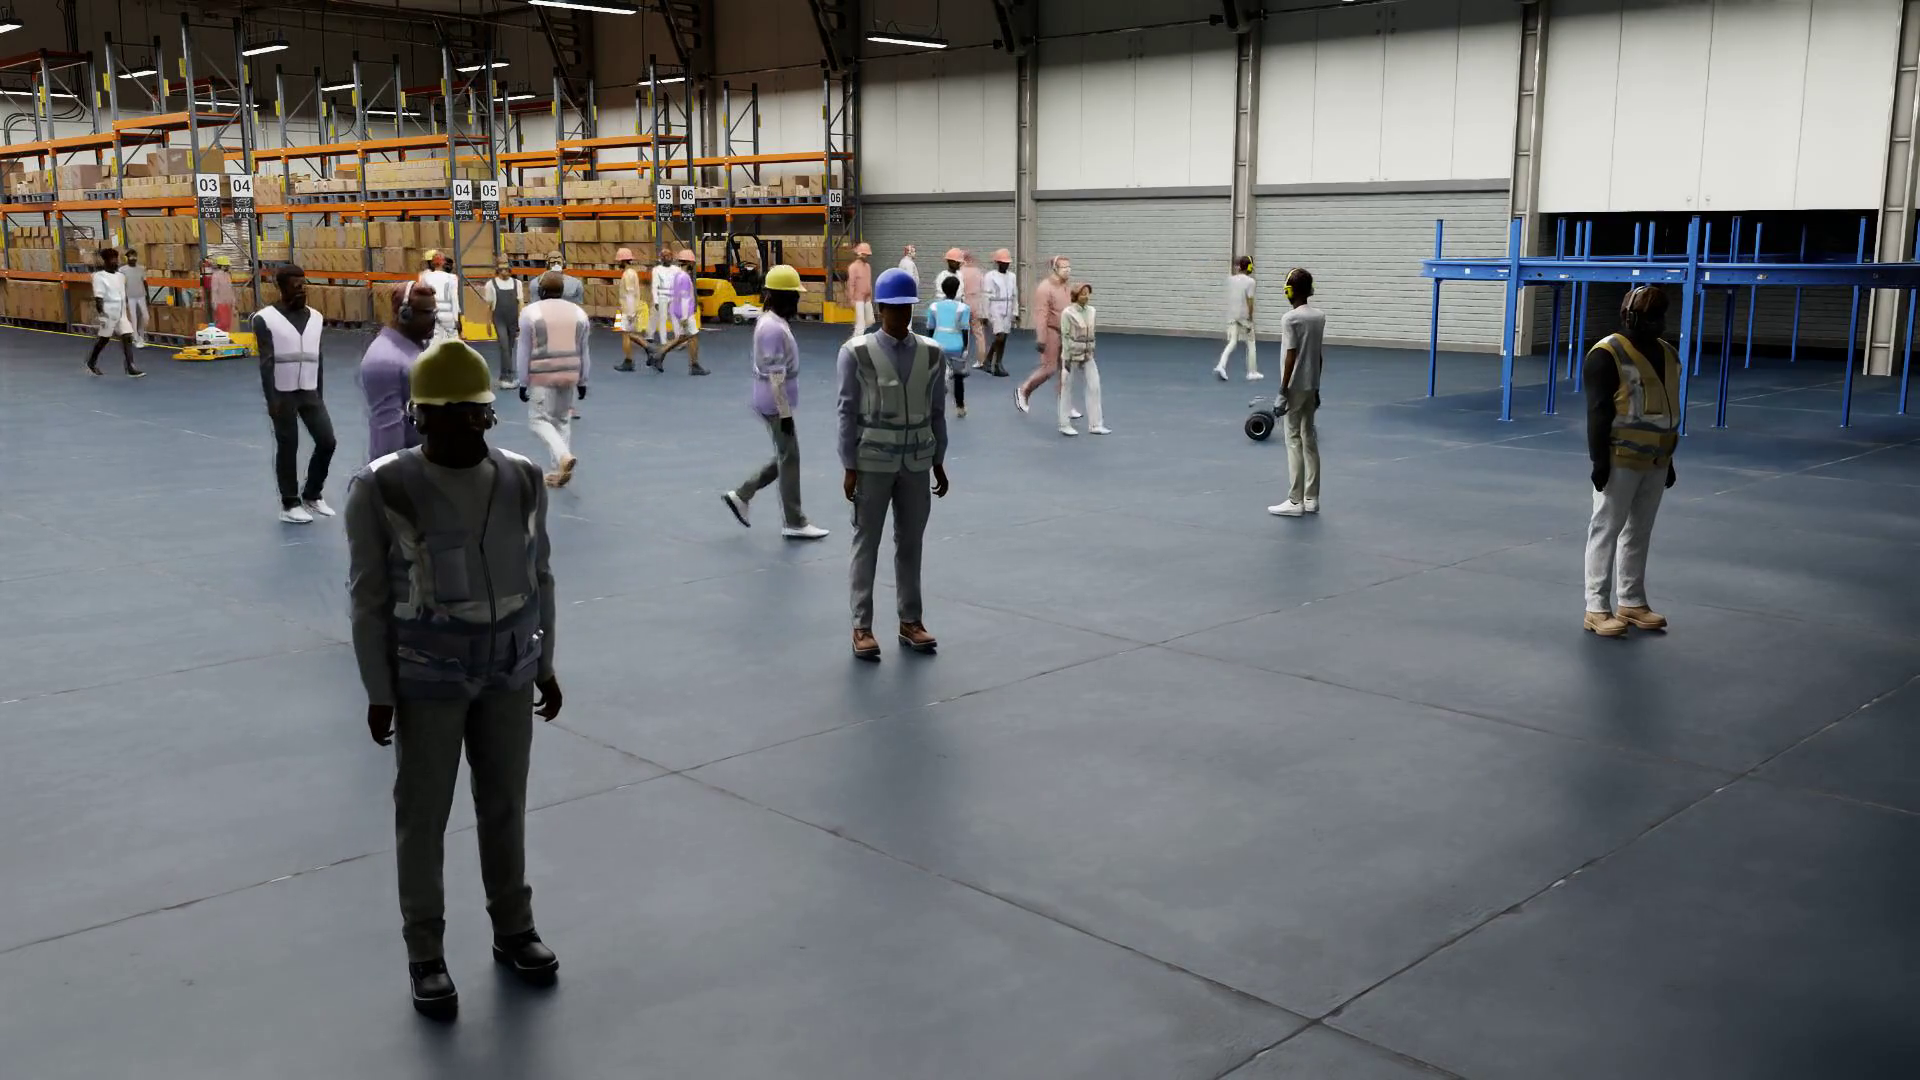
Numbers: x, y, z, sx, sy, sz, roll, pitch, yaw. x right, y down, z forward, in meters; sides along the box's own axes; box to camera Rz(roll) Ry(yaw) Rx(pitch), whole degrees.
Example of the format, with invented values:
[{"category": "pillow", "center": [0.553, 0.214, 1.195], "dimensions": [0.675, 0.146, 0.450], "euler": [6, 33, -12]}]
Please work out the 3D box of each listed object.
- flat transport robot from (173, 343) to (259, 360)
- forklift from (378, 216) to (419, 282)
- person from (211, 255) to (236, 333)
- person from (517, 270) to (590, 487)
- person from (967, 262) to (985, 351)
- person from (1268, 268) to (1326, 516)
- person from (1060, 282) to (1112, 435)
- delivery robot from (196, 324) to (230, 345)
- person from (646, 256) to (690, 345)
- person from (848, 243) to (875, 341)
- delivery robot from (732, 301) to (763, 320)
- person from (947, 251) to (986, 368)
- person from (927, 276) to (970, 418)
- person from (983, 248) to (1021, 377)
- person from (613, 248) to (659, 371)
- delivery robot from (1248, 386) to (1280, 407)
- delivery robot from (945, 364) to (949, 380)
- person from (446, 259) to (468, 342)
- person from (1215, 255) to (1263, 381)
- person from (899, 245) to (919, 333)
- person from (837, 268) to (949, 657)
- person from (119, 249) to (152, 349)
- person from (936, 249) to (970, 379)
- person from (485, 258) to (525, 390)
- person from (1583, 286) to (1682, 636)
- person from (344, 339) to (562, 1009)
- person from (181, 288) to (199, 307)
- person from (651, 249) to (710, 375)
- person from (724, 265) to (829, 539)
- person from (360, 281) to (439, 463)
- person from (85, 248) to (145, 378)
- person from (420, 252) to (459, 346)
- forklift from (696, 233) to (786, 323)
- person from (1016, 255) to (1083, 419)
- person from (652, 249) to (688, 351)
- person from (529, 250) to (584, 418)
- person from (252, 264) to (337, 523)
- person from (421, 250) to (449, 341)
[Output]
[{"category": "flat transport robot", "center": [-12.865, -3.277, 28.844], "dimensions": [0.652, 0.197, 1.431], "euler": [3, 11, 16]}, {"category": "forklift", "center": [-17.868, -9.201, 54.028], "dimensions": [1.873, 2.768, 1.129], "euler": [-10, 14, -44]}, {"category": "person", "center": [-13.472, -4.328, 30.418], "dimensions": [0.438, 1.740, 0.563], "euler": [2, 11, 10]}, {"category": "person", "center": [-3.371, -1.332, 13.888], "dimensions": [0.638, 1.821, 0.636], "euler": [-9, 14, -40]}, {"category": "person", "center": [0.196, -4.059, 29.259], "dimensions": [0.523, 1.638, 0.311], "euler": [-1, 10, -4]}, {"category": "person", "center": [2.567, -1.124, 12.643], "dimensions": [0.321, 1.863, 0.530], "euler": [10, 14, 44]}, {"category": "person", "center": [1.309, -1.888, 17.465], "dimensions": [0.550, 1.609, 0.718], "euler": [-8, 13, -39]}, {"category": "delivery robot", "center": [-13.342, -3.620, 29.681], "dimensions": [0.707, 0.478, 0.477], "euler": [10, 14, 43]}, {"category": "person", "center": [-5.675, -4.650, 32.094], "dimensions": [0.920, 1.785, 0.599], "euler": [2, 11, 12]}, {"category": "person", "center": [-1.764, -4.253, 29.394], "dimensions": [0.529, 1.976, 0.643], "euler": [7, 12, 32]}, {"category": "delivery robot", "center": [-5.066, -5.450, 39.663], "dimensions": [0.707, 0.478, 0.477], "euler": [-1, 10, -6]}, {"category": "person", "center": [0.052, -3.687, 26.622], "dimensions": [0.678, 1.852, 0.995], "euler": [-9, 14, -41]}, {"category": "person", "center": [-0.137, -2.199, 19.092], "dimensions": [0.540, 1.653, 0.917], "euler": [3, 11, 16]}, {"category": "person", "center": [0.641, -3.418, 25.025], "dimensions": [0.536, 1.914, 0.436], "euler": [-9, 14, -40]}, {"category": "person", "center": [-5.115, -3.613, 26.066], "dimensions": [0.598, 1.919, 0.561], "euler": [0, 10, 0]}, {"category": "delivery robot", "center": [3.382, -1.498, 17.403], "dimensions": [0.698, 0.223, 0.335], "euler": [3, 11, 14]}, {"category": "delivery robot", "center": [-0.382, -2.330, 22.647], "dimensions": [0.477, 0.478, 0.707], "euler": [-2, 11, -12]}, {"category": "person", "center": [-10.162, -4.761, 33.058], "dimensions": [0.893, 1.648, 0.531], "euler": [9, 14, 42]}, {"category": "person", "center": [4.099, -3.259, 24.380], "dimensions": [0.893, 1.837, 0.514], "euler": [-10, 14, -42]}, {"category": "person", "center": [-1.037, -5.121, 34.322], "dimensions": [0.399, 1.909, 0.643], "euler": [-3, 11, -16]}, {"category": "person", "center": [-0.332, -0.394, 8.425], "dimensions": [0.605, 1.949, 0.401], "euler": [-5, 12, -25]}, {"category": "person", "center": [-15.439, -4.522, 31.188], "dimensions": [0.562, 1.853, 0.450], "euler": [-10, 14, -43]}, {"category": "person", "center": [-0.076, -3.357, 24.747], "dimensions": [0.517, 1.923, 0.564], "euler": [8, 13, 37]}, {"category": "person", "center": [-6.179, -2.946, 22.747], "dimensions": [0.494, 1.791, 0.940], "euler": [-7, 13, -34]}, {"category": "person", "center": [3.604, -0.425, 8.889], "dimensions": [0.627, 1.844, 0.429], "euler": [-6, 12, -29]}, {"category": "person", "center": [-1.377, 0.361, 4.628], "dimensions": [0.588, 1.833, 0.404], "euler": [-9, 14, -40]}, {"category": "person", "center": [-18.095, -5.860, 38.936], "dimensions": [0.491, 1.694, 0.898], "euler": [-10, 14, -43]}, {"category": "person", "center": [-4.270, -3.457, 25.277], "dimensions": [0.800, 1.914, 0.544], "euler": [-4, 11, -23]}, {"category": "person", "center": [-1.286, -0.958, 11.607], "dimensions": [0.670, 1.910, 0.606], "euler": [0, 10, -3]}, {"category": "person", "center": [-2.867, -0.381, 8.536], "dimensions": [0.552, 1.885, 0.641], "euler": [1, 10, 4]}, {"category": "person", "center": [-12.728, -3.397, 24.861], "dimensions": [0.957, 1.935, 0.618], "euler": [3, 11, 18]}, {"category": "person", "center": [-7.530, -3.237, 24.184], "dimensions": [0.584, 1.859, 0.669], "euler": [0, 10, 2]}, {"category": "forklift", "center": [-5.496, -6.489, 41.108], "dimensions": [2.313, 2.155, 1.214], "euler": [-10, 14, -44]}, {"category": "person", "center": [1.062, -2.380, 19.432], "dimensions": [0.755, 1.889, 0.655], "euler": [8, 13, 38]}, {"category": "person", "center": [-5.326, -4.385, 30.476], "dimensions": [0.610, 1.836, 0.954], "euler": [-6, 12, -30]}, {"category": "person", "center": [-4.651, -2.375, 19.260], "dimensions": [0.628, 1.940, 0.373], "euler": [-5, 11, -24]}, {"category": "person", "center": [-4.889, -1.065, 12.237], "dimensions": [0.491, 1.901, 0.596], "euler": [6, 12, 32]}, {"category": "person", "center": [-8.513, -3.725, 26.801], "dimensions": [0.988, 1.882, 0.607], "euler": [-4, 11, -20]}]
